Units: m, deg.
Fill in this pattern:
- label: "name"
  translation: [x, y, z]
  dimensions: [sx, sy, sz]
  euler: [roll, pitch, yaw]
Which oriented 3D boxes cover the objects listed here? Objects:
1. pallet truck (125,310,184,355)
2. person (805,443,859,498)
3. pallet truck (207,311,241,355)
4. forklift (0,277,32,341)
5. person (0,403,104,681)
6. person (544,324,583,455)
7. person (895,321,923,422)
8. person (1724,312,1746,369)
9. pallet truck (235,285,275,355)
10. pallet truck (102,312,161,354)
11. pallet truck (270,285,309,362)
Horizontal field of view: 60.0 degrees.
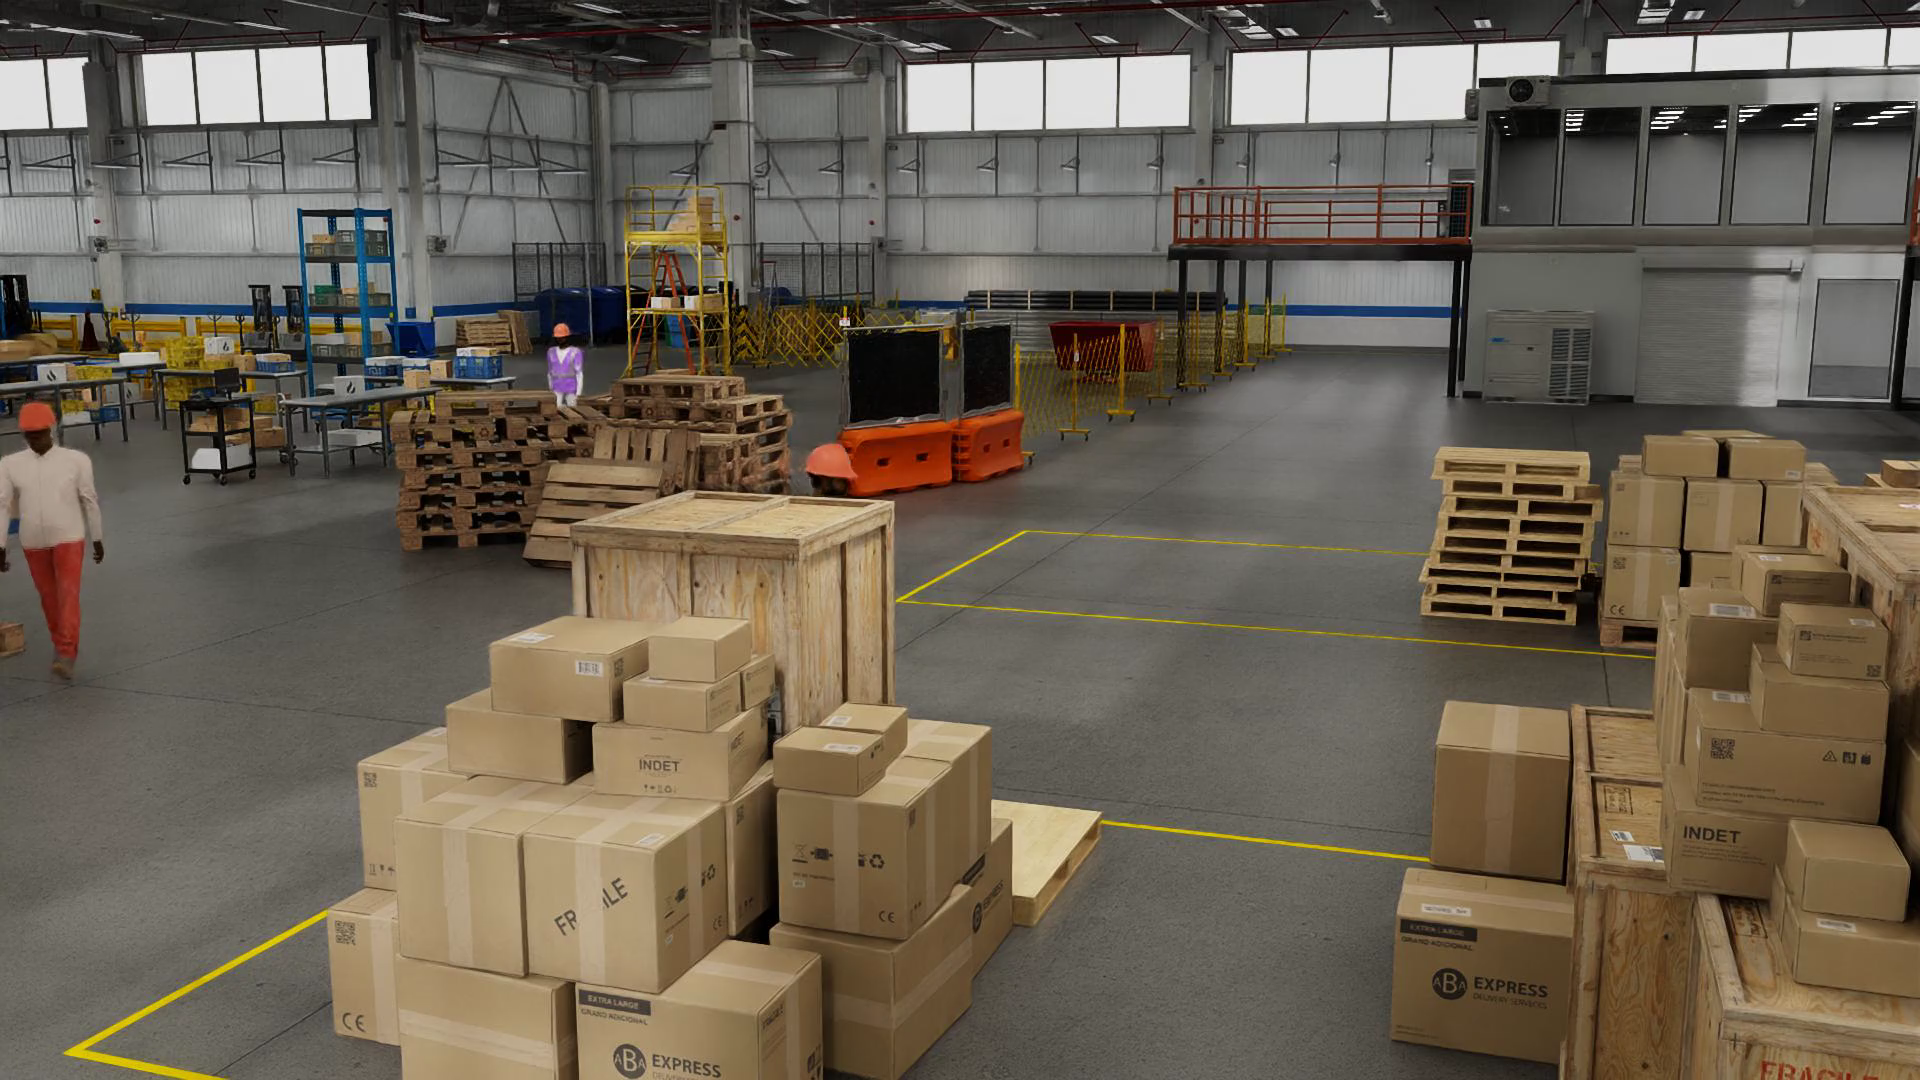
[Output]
- label: "pallet truck"
  translation: [-22.038, -5.665, 45.457]
  dimensions: [0.704, 1.261, 1.522]
  euler: [3, 11, 17]
- label: "person"
  translation: [-0.792, 0.397, 9.563]
  dimensions: [0.432, 1.918, 0.555]
  euler: [-2, 10, -10]
- label: "pallet truck"
  translation: [-19.537, -5.575, 44.913]
  dimensions: [0.653, 1.274, 1.630]
  euler: [3, 11, 19]
- label: "forklift"
  translation: [-27.151, -6.329, 46.328]
  dimensions: [1.157, 1.987, 2.680]
  euler: [3, 11, 17]
- label: "person"
  translation: [-6.423, 0.005, 11.698]
  dimensions: [0.661, 1.932, 1.049]
  euler: [-3, 10, -16]
- label: "person"
  translation: [-5.694, -2.126, 23.804]
  dimensions: [0.574, 1.896, 0.930]
  euler: [2, 10, 9]
- label: "person"
  translation: [-0.870, -2.860, 28.378]
  dimensions: [0.487, 1.745, 0.290]
  euler: [2, 10, 12]
- label: "person"
  translation: [18.243, -4.716, 39.150]
  dimensions: [0.498, 1.627, 0.289]
  euler: [7, 12, 33]
- label: "pallet truck"
  translation: [-18.327, -5.835, 44.421]
  dimensions: [0.823, 1.965, 1.885]
  euler: [4, 11, 23]
- label: "pallet truck"
  translation: [-23.057, -5.777, 46.261]
  dimensions: [0.680, 1.201, 1.601]
  euler: [3, 11, 19]
- label: "pallet truck"
  translation: [-17.147, -5.700, 43.663]
  dimensions: [0.823, 1.965, 1.885]
  euler: [3, 11, 17]
